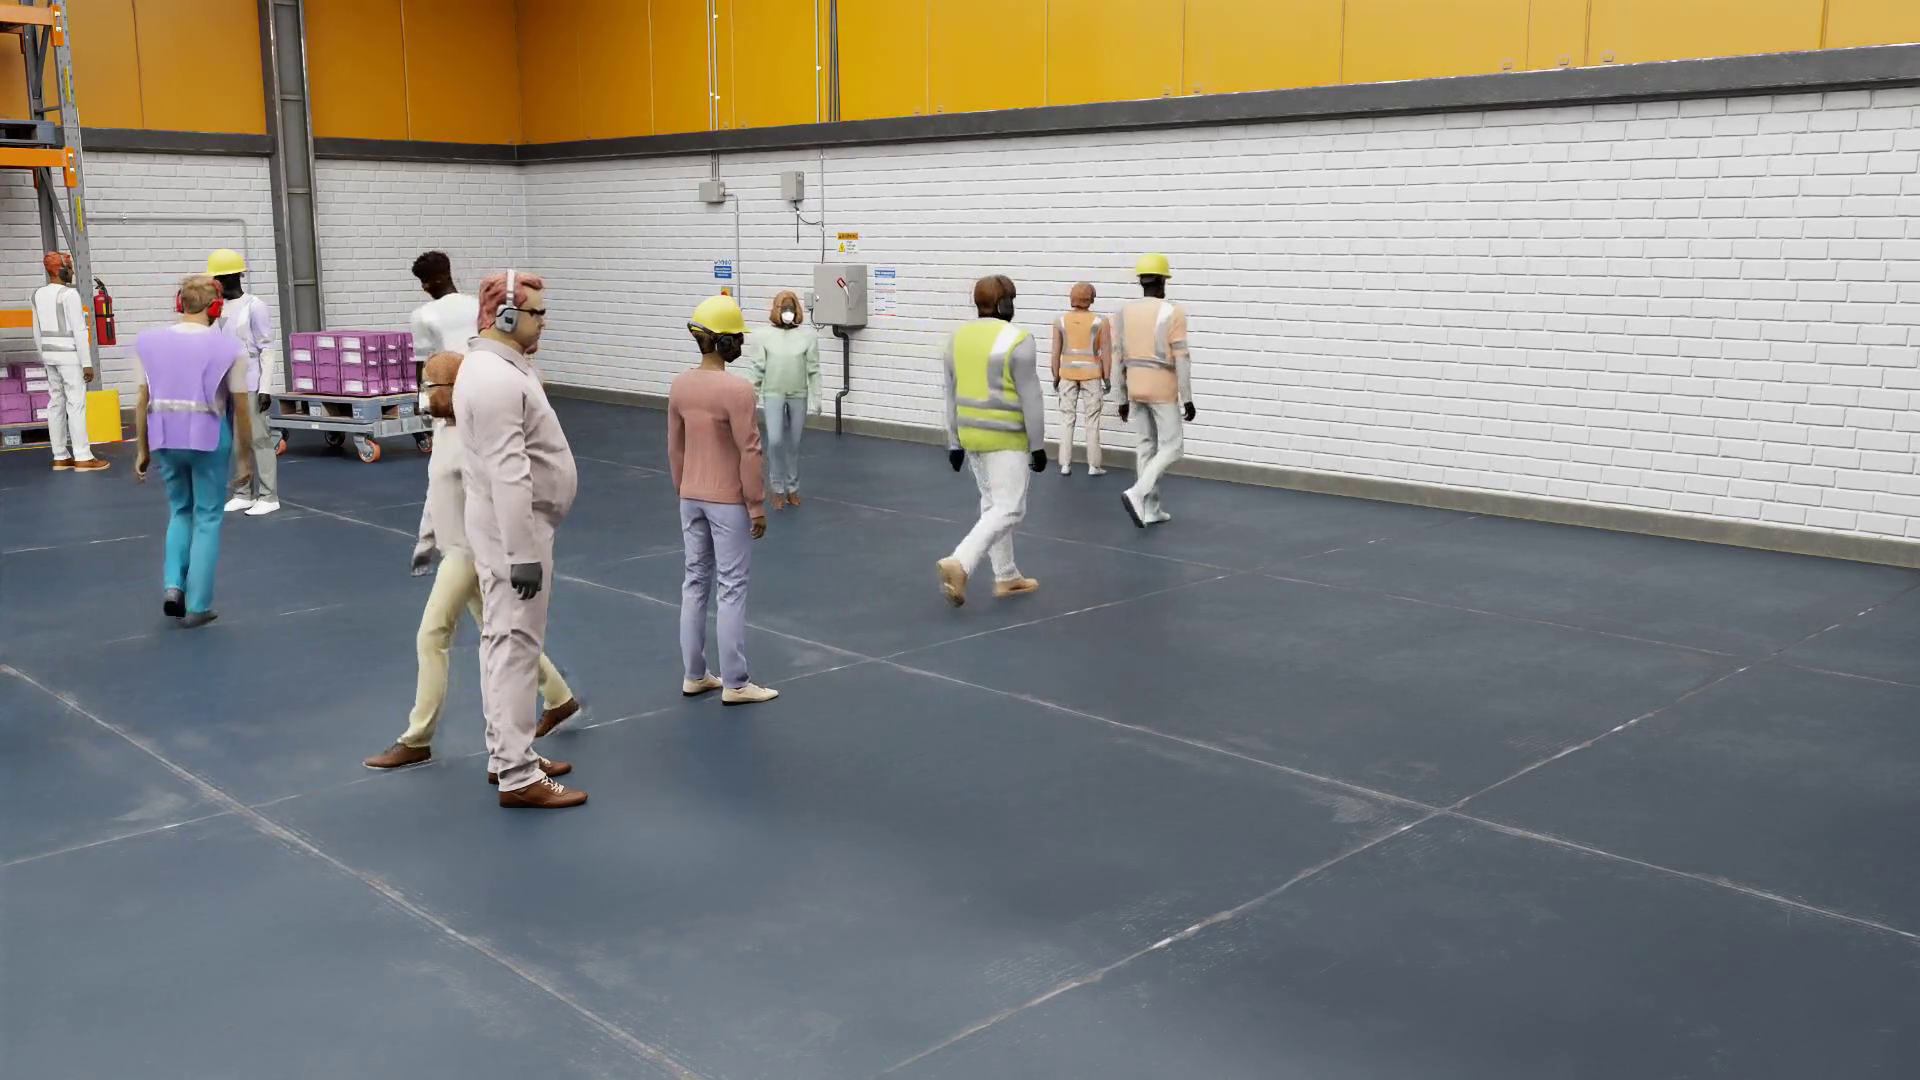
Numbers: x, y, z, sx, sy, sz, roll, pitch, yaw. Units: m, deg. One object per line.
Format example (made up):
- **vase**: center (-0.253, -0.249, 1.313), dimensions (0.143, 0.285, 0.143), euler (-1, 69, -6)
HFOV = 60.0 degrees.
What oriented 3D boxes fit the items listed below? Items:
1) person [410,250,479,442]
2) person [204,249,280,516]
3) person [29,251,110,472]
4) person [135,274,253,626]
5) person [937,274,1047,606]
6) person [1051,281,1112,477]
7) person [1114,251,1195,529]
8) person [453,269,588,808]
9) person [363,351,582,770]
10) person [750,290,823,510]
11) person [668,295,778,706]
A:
- **person**: center (-3.278, -0.980, 11.226), dimensions (0.781, 1.925, 0.413), euler (-6, 12, -28)
- **person**: center (-5.215, -1.132, 12.045), dimensions (0.594, 1.919, 0.382), euler (6, 12, 31)
- **person**: center (-7.680, -1.526, 14.298), dimensions (0.573, 1.883, 0.354), euler (5, 11, 24)
- **person**: center (-3.952, -0.455, 8.617), dimensions (0.605, 1.817, 0.449), euler (0, 10, -2)
- **person**: center (0.157, -0.537, 9.087), dimensions (0.784, 1.823, 0.631), euler (-9, 14, -40)
- **person**: center (1.023, -1.348, 13.997), dimensions (0.522, 1.636, 0.310), euler (4, 11, 19)
- **person**: center (1.313, -1.016, 11.429), dimensions (0.636, 1.910, 0.677), euler (10, 15, 44)
- **person**: center (-1.569, -0.003, 5.939), dimensions (0.410, 1.905, 0.641), euler (-4, 11, -20)
- **person**: center (-1.894, 0.055, 6.470), dimensions (0.854, 1.592, 0.500), euler (-5, 11, -24)
- **person**: center (-1.278, -1.030, 12.315), dimensions (0.540, 1.612, 0.581), euler (-3, 11, -17)
- **person**: center (-1.033, -0.168, 7.211), dimensions (0.533, 1.767, 0.312), euler (9, 13, 39)
